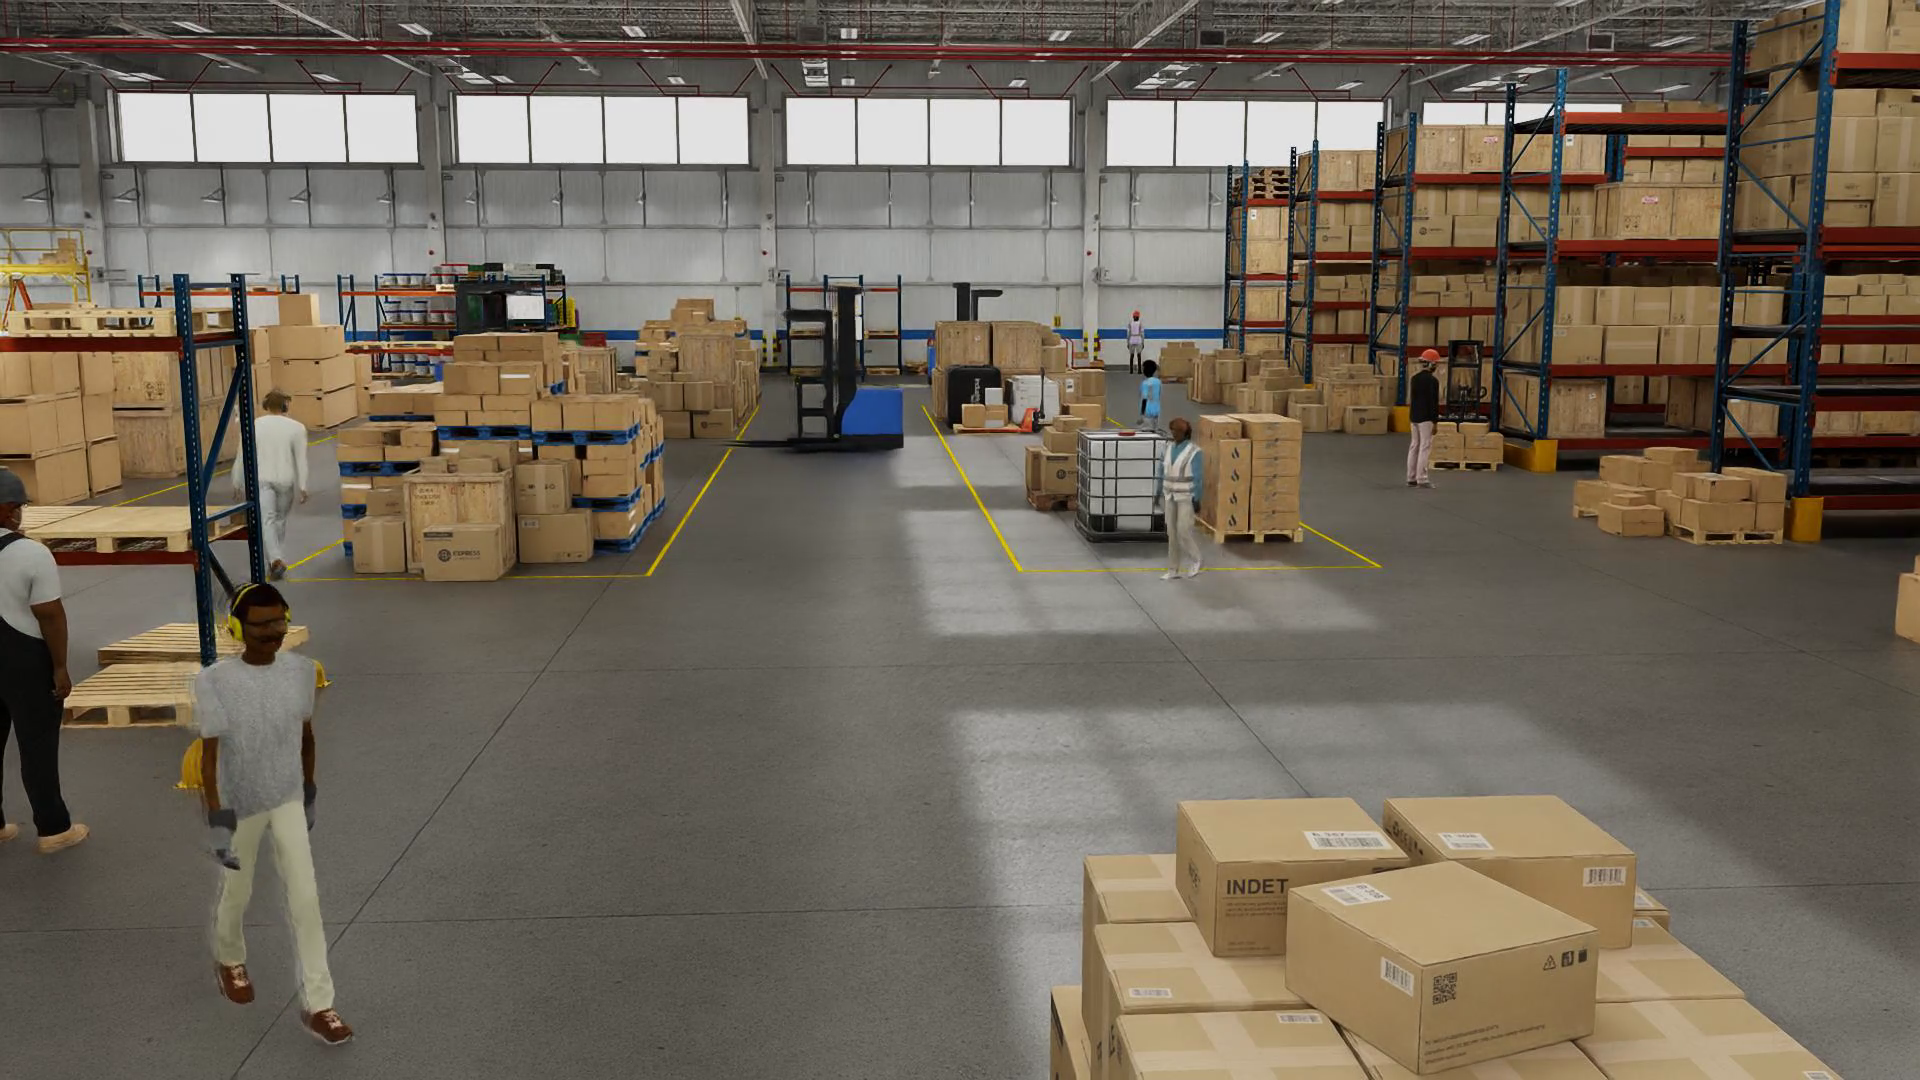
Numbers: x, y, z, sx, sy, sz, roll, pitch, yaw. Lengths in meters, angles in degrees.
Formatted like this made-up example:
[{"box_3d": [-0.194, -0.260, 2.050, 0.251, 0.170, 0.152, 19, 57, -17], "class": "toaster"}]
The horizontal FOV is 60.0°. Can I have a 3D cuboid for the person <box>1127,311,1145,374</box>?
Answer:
[{"box_3d": [5.380, -6.041, 50.908, 0.542, 1.939, 0.364, 3, 9, 16], "class": "person"}]

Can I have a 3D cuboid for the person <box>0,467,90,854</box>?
[{"box_3d": [-4.976, 0.624, 8.743, 0.687, 2.000, 0.535, 1, 9, 4], "class": "person"}]

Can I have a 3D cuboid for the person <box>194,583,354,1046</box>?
[{"box_3d": [-2.810, 1.064, 6.696, 0.518, 1.823, 0.994, -8, 12, -40], "class": "person"}]

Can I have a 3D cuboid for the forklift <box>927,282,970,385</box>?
[{"box_3d": [0.071, -5.570, 45.004, 1.873, 2.768, 1.129, -1, 9, -4], "class": "forklift"}]

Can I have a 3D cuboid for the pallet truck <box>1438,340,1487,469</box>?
[{"box_3d": [8.004, -2.170, 26.422, 0.823, 1.965, 1.885, 2, 9, 14], "class": "pallet truck"}]

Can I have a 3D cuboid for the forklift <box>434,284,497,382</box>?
[{"box_3d": [-10.581, -4.210, 36.468, 1.873, 2.768, 1.129, 6, 11, 34], "class": "forklift"}]

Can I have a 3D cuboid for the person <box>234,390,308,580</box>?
[{"box_3d": [-6.887, -0.558, 16.681, 0.703, 1.889, 1.003, -4, 10, -22], "class": "person"}]

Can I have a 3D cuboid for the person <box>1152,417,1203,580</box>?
[{"box_3d": [2.166, -0.402, 16.469, 0.351, 1.630, 0.534, -7, 12, -39], "class": "person"}]

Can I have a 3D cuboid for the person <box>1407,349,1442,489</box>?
[{"box_3d": [6.606, -1.708, 23.578, 0.410, 1.987, 0.607, -3, 10, -18], "class": "person"}]

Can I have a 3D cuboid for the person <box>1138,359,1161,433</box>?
[{"box_3d": [3.002, -2.012, 26.376, 0.317, 1.695, 0.539, 6, 11, 33], "class": "person"}]

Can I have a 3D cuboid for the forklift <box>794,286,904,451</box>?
[{"box_3d": [-1.923, -2.969, 28.670, 1.873, 2.768, 1.129, -1, 9, -4], "class": "forklift"}]
